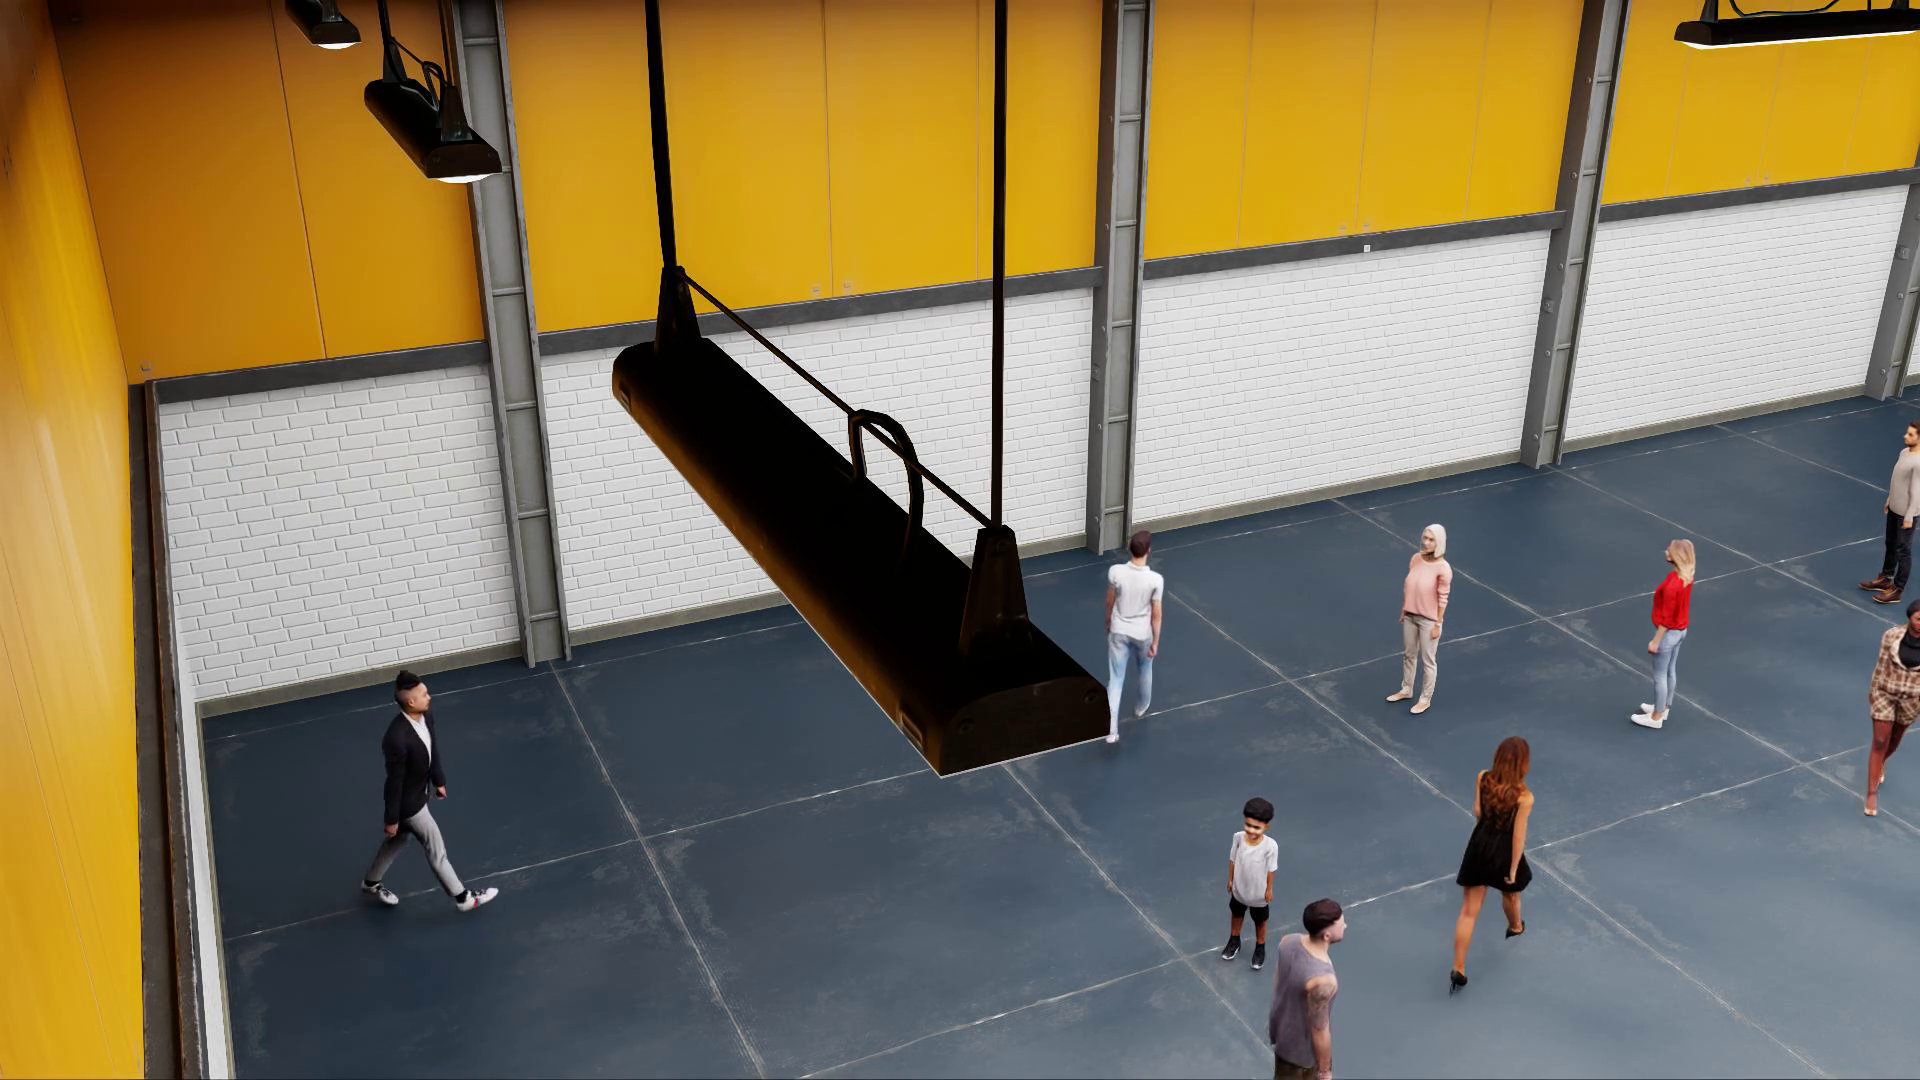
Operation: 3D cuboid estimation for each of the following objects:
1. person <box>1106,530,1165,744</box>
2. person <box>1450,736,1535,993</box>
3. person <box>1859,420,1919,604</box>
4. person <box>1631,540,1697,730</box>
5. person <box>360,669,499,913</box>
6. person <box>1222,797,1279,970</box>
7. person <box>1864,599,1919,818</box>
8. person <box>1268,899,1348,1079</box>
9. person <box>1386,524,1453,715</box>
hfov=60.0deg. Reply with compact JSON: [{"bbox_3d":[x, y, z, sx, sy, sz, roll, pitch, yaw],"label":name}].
[{"bbox_3d":[1.396,0.837,13.817,1.214,1.812,1.190,5,24,12],"label":"person"},{"bbox_3d":[3.409,2.149,10.840,0.866,1.793,1.194,20,31,38],"label":"person"},{"bbox_3d":[9.282,-0.294,16.338,0.716,1.864,0.722,1,24,3],"label":"person"},{"bbox_3d":[5.992,0.789,14.062,0.743,1.704,0.589,19,30,37],"label":"person"},{"bbox_3d":[-3.934,1.772,11.561,1.376,1.907,1.114,2,24,6],"label":"person"},{"bbox_3d":[1.967,2.284,11.201,0.561,1.255,0.607,12,27,26],"label":"person"},{"bbox_3d":[7.320,1.246,12.980,1.044,1.734,1.150,10,26,22],"label":"person"},{"bbox_3d":[1.777,2.746,9.121,0.763,1.827,0.718,-5,24,-12],"label":"person"},{"bbox_3d":[3.996,0.659,14.333,0.569,1.724,0.633,-15,28,-31],"label":"person"}]
